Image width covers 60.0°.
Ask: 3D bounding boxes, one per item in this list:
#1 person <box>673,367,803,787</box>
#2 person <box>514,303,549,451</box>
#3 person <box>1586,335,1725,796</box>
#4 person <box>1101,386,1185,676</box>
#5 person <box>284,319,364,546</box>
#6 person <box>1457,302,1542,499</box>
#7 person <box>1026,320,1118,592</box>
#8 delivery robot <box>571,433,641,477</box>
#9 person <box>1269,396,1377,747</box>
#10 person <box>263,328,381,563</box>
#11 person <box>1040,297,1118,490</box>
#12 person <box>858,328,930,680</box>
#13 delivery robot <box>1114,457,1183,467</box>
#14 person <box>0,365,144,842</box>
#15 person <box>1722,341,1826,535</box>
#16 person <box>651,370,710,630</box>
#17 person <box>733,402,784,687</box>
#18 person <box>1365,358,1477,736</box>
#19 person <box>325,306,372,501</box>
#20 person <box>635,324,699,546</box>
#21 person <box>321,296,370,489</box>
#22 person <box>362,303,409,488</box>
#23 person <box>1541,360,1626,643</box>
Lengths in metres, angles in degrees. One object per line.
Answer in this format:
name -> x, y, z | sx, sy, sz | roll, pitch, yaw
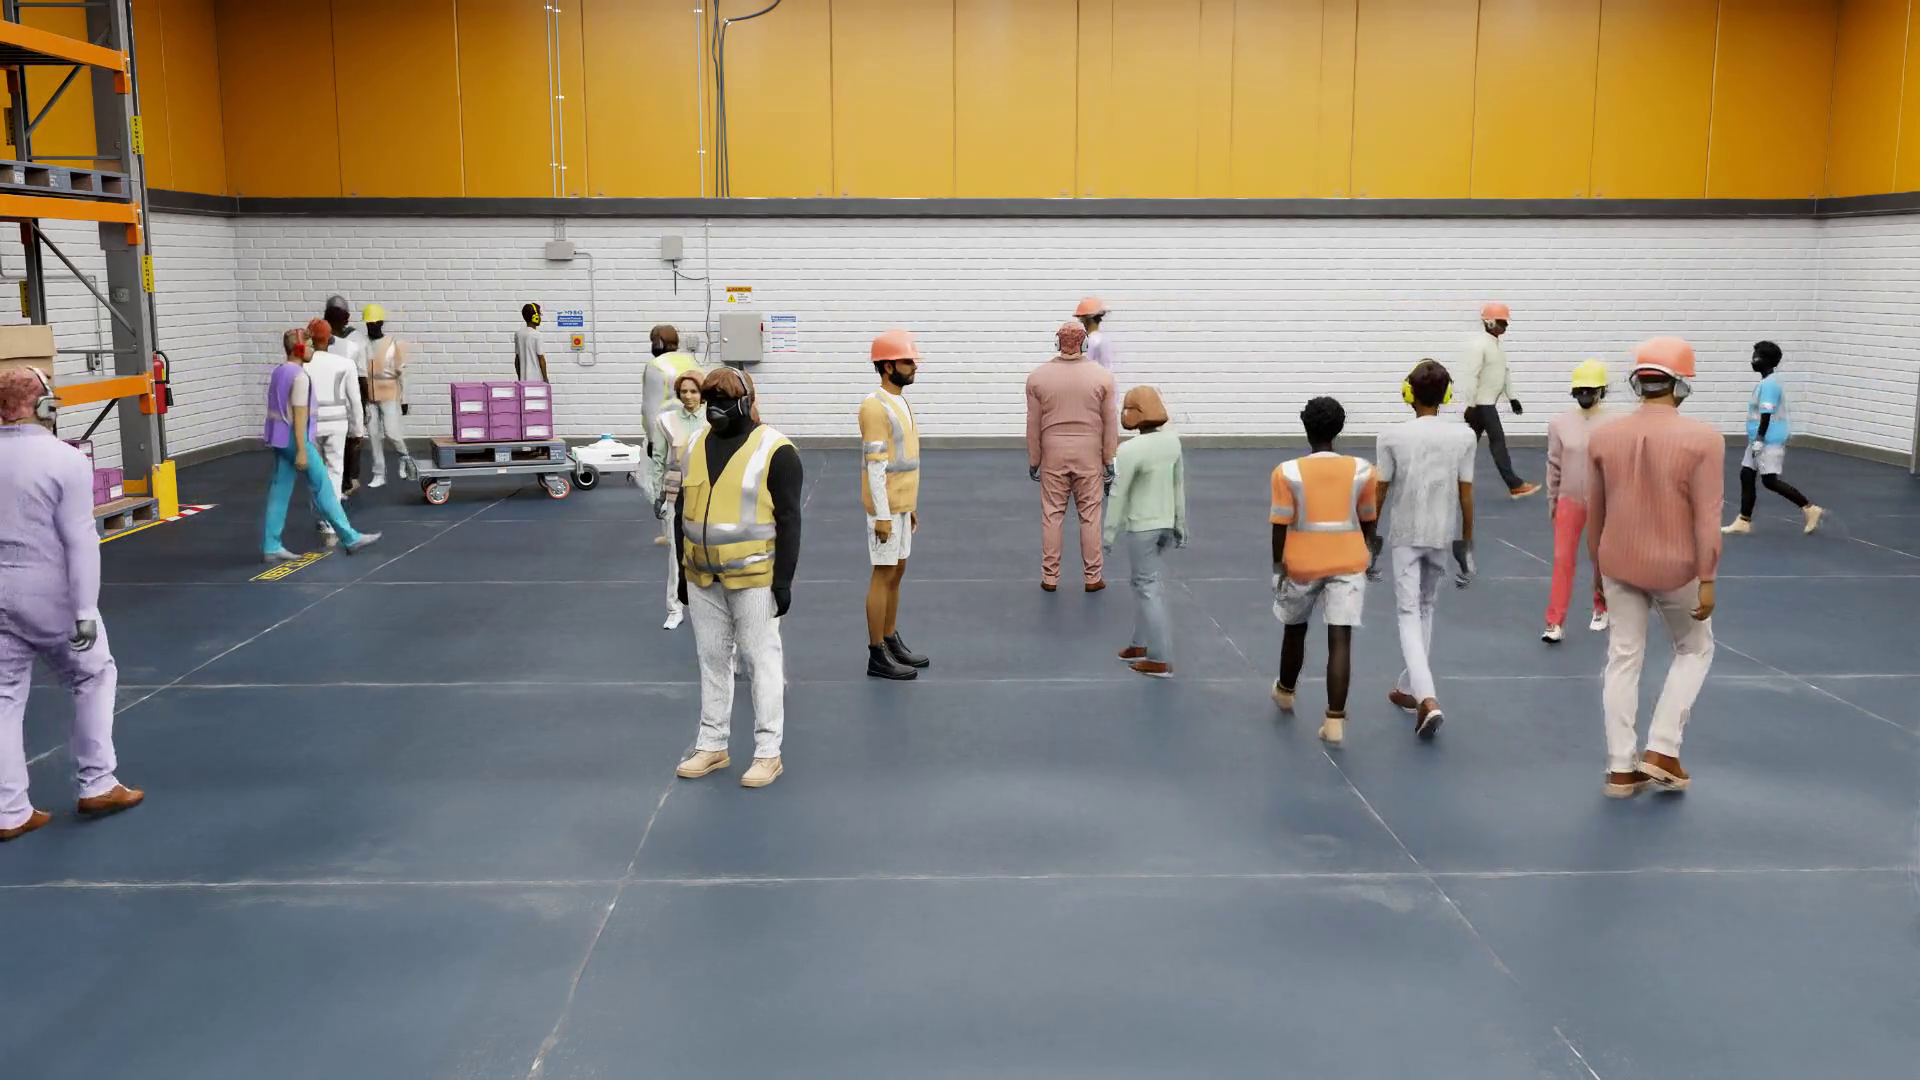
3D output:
person -> -1.005, 0.161, 7.338 | 0.630, 1.843, 0.429 | 4, 10, 25
person -> -4.998, -1.841, 19.521 | 0.521, 1.874, 0.328 | 7, 11, 35
person -> 2.992, 0.118, 7.146 | 0.496, 1.980, 0.630 | -8, 12, -41
person -> 0.984, -0.059, 9.347 | 0.585, 1.610, 0.531 | 9, 13, 44
person -> -5.295, -0.914, 13.888 | 0.613, 1.847, 0.910 | -2, 10, -15
person -> 5.275, -1.381, 16.491 | 1.050, 1.939, 0.627 | 6, 11, 32
person -> 0.785, -0.579, 11.671 | 0.643, 1.909, 0.409 | 1, 9, 6
delivery robot -> -3.661, -0.862, 17.255 | 0.707, 0.478, 0.477 | -3, 10, -16
person -> 1.757, 0.127, 8.116 | 0.531, 1.640, 0.857 | 1, 9, 4
person -> -5.037, -0.736, 12.933 | 0.927, 1.799, 0.598 | -8, 12, -40
person -> 1.331, -1.397, 16.438 | 1.042, 2.001, 0.626 | 3, 10, 16
person -> -0.363, -0.204, 9.264 | 0.352, 1.942, 0.545 | 2, 10, 14
delivery robot -> 1.817, -0.701, 16.266 | 0.707, 0.478, 0.477 | 2, 10, 15
person -> -3.713, 0.237, 6.742 | 0.666, 1.882, 0.704 | 1, 9, 4
person -> 6.870, -0.840, 13.984 | 0.728, 1.671, 0.535 | 3, 10, 17
person -> -1.674, -0.250, 10.477 | 0.522, 1.636, 0.309 | -1, 9, -5
person -> -1.178, 0.017, 8.970 | 0.528, 1.597, 0.853 | -8, 12, -40
person -> 2.281, 0.022, 8.215 | 0.527, 1.841, 0.909 | 0, 9, -2
person -> -6.151, -1.347, 16.421 | 0.629, 1.904, 0.999 | -3, 10, -17
person -> -2.368, -0.835, 13.500 | 0.446, 1.823, 0.642 | 4, 10, 25
person -> -6.435, -1.583, 17.416 | 0.698, 2.000, 0.979 | -1, 9, -6
person -> -6.042, -1.513, 17.387 | 0.595, 1.912, 0.536 | 1, 9, 7
person -> 3.840, -0.240, 10.182 | 0.529, 1.714, 0.948 | 6, 11, 31
